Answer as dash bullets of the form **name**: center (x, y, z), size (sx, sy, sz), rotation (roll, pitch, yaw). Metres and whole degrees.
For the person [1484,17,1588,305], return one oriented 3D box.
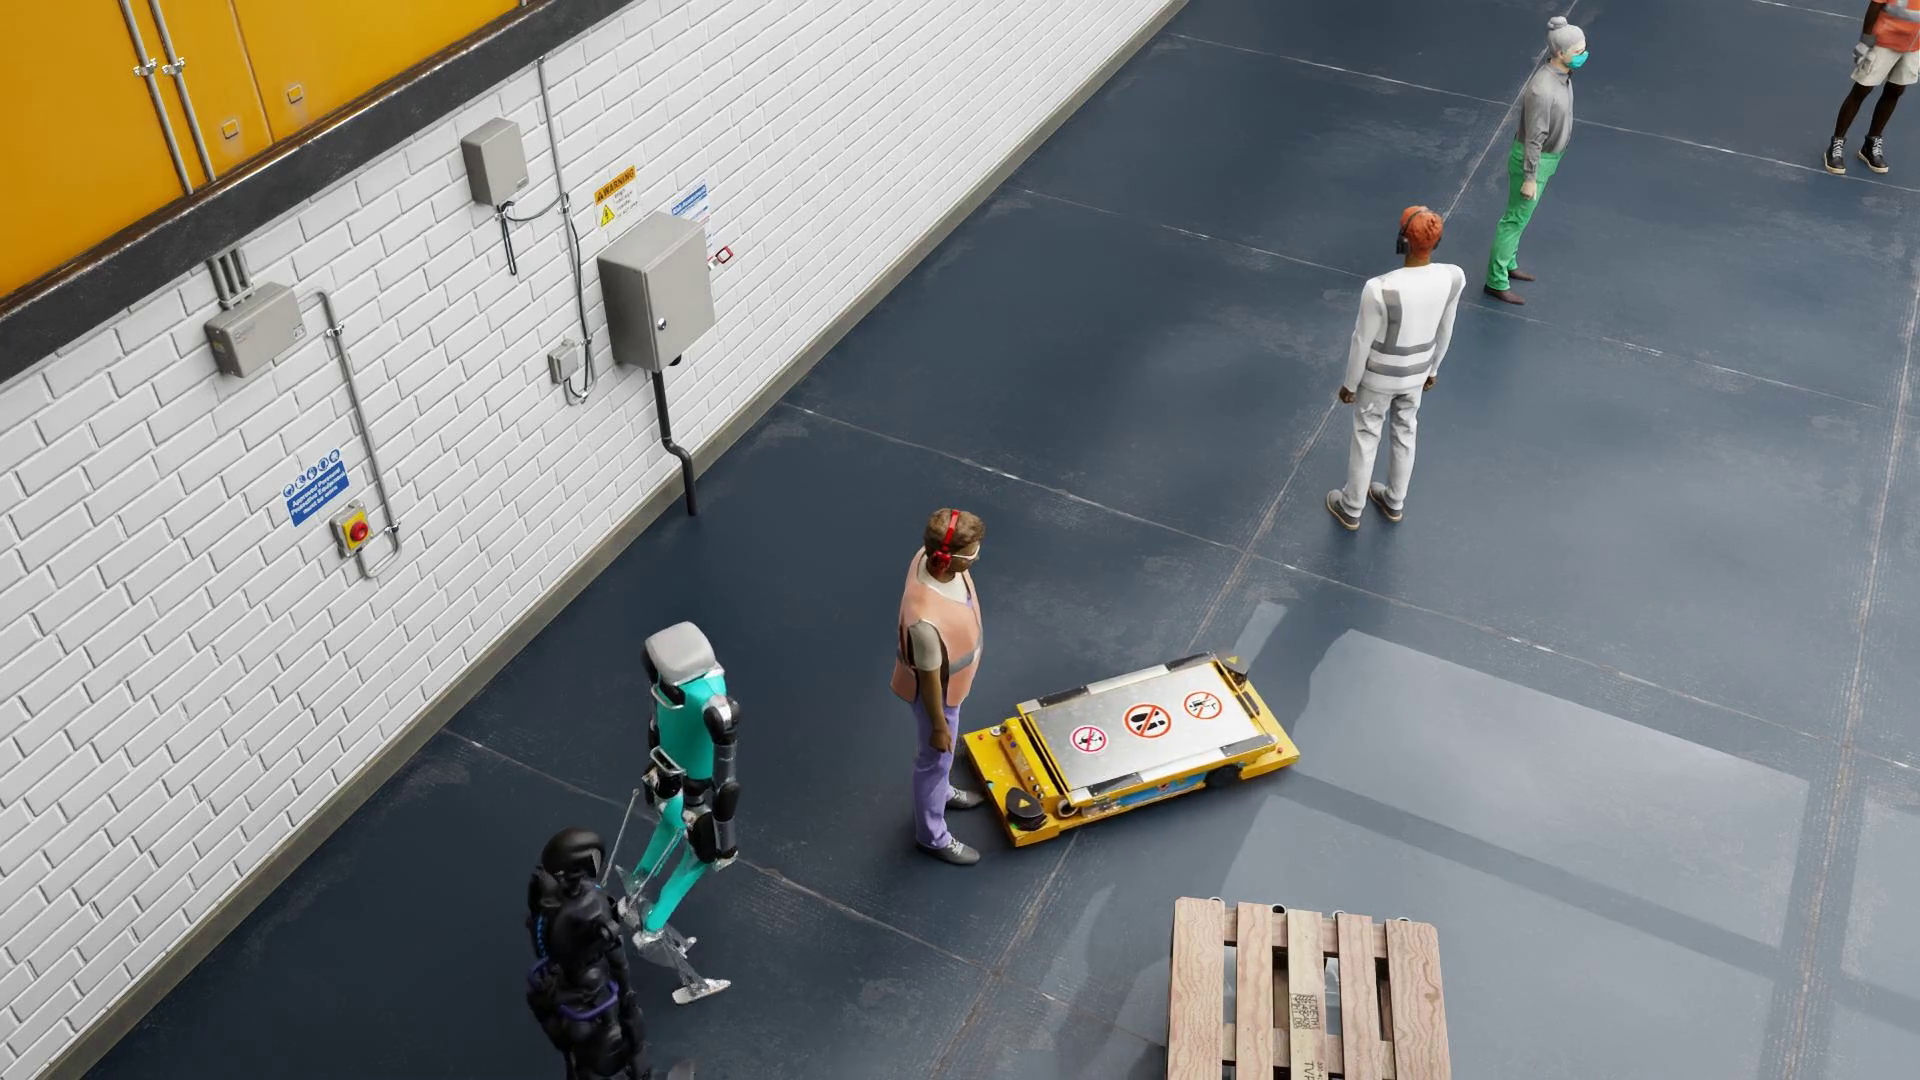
- **person**: center (3.602, -2.365, 10.380), size (0.340, 1.839, 0.511), rotation (19, 44, 20)

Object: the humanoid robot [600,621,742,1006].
- **humanoid robot**: center (-1.165, 1.138, 6.411), size (0.709, 1.797, 0.543), rotation (-29, 49, -30)

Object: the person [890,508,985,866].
- **person**: center (-0.086, 0.601, 6.940), size (0.391, 1.837, 0.562), rotation (4, 41, 4)

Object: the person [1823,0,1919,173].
- **person**: center (6.565, -3.503, 11.601), size (0.612, 1.964, 0.361), rotation (-2, 41, -2)

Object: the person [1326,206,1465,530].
- **person**: center (2.245, -0.861, 8.610), size (0.565, 1.878, 0.353), rotation (-14, 43, -16)

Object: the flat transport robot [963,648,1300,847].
- **flat transport robot**: center (0.796, 0.945, 7.743), size (1.431, 0.231, 0.659), rotation (-14, 43, -15)

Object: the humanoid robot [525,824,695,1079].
- **humanoid robot**: center (-1.292, 1.649, 5.876), size (0.608, 1.624, 0.672), rotation (31, 49, 30)
